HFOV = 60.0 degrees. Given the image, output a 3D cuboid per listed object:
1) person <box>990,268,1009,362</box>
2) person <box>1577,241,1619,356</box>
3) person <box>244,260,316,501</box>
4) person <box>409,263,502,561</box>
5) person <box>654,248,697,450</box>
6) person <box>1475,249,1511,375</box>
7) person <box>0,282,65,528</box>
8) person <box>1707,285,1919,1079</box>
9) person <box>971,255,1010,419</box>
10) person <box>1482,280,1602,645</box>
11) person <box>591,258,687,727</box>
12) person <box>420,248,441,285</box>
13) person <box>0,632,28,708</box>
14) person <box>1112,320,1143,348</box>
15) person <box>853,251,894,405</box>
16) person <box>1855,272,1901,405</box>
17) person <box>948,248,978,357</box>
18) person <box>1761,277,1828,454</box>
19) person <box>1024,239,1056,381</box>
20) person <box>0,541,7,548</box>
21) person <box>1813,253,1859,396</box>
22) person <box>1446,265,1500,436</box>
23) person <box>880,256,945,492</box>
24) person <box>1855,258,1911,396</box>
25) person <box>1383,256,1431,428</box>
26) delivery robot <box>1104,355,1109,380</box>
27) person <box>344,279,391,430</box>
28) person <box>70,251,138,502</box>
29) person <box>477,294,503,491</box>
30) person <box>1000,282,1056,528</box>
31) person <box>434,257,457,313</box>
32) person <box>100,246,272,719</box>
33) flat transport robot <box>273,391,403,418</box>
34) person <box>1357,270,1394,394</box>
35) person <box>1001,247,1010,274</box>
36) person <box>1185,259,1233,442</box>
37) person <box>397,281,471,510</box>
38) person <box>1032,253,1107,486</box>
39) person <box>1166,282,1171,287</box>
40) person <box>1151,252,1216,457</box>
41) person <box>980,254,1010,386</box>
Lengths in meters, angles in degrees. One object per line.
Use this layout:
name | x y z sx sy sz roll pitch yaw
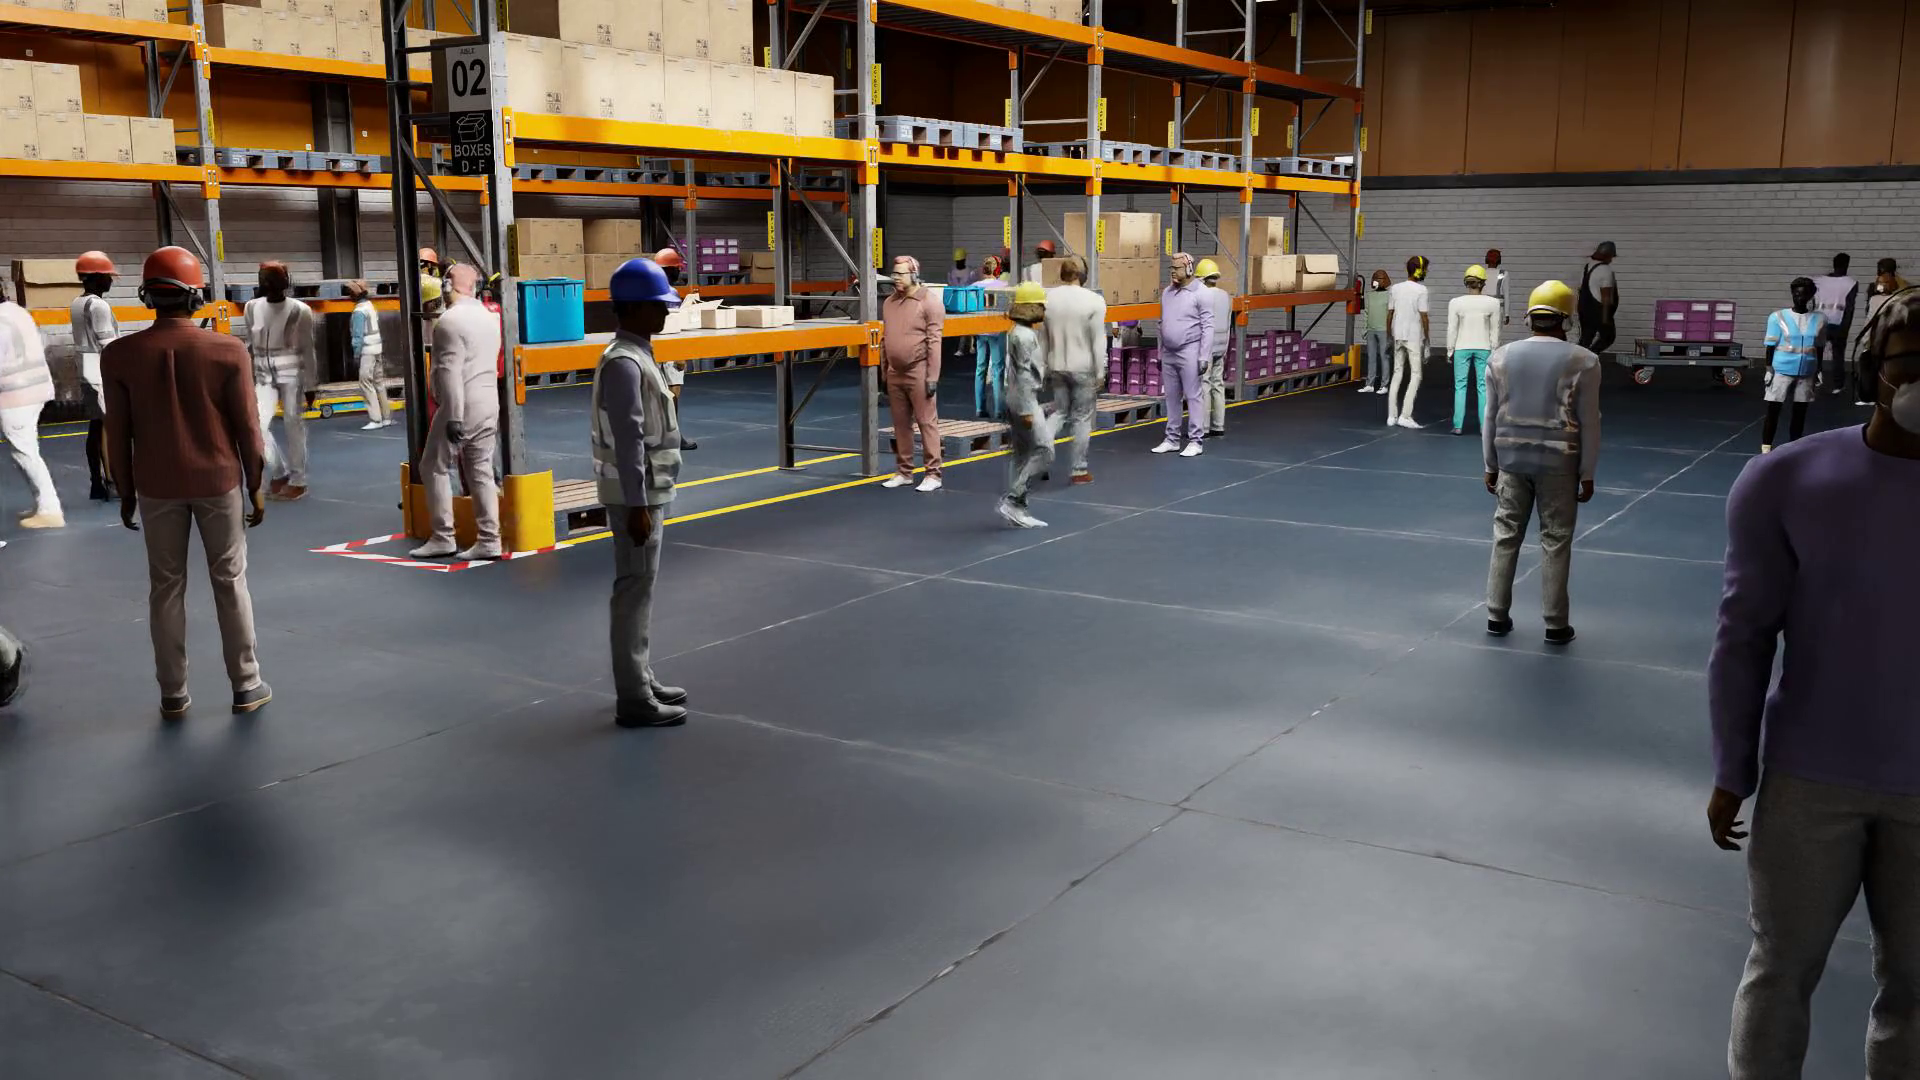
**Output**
person | 0.508 -3.170 24.347 0.534 1.618 0.601 8 13 36
person | 9.275 -3.350 24.191 0.539 2.000 0.773 -2 10 -12
person | -5.258 -1.215 12.838 0.621 1.866 0.454 2 10 9
person | -3.201 -0.796 10.513 0.695 1.872 0.679 2 10 12
person | -2.801 -1.834 16.068 0.350 1.942 0.545 -7 13 -35
person | 7.937 -3.391 24.864 0.576 1.882 0.355 7 12 34
person | -6.593 -0.964 11.628 0.518 1.804 0.645 -2 10 -10
person | 1.790 0.481 3.250 0.631 1.940 0.372 4 11 21
person | 0.347 -2.297 18.892 0.562 1.847 0.390 7 12 32
person | 2.930 -0.389 8.405 0.591 1.823 0.405 8 13 38
person | -1.342 -0.200 6.996 0.394 1.946 0.618 -1 10 -7
person | -6.289 -2.482 19.697 0.543 1.928 0.372 4 11 19
person | -4.283 -0.106 6.860 0.609 1.814 0.601 3 11 15
person | 2.158 -2.806 21.450 0.547 1.942 0.350 -10 14 -43
person | -1.041 -2.635 20.555 0.618 1.931 0.954 -2 10 -13
person | 11.207 -2.428 20.215 0.266 1.631 0.507 -3 11 -18
person | 0.102 -4.175 29.226 0.629 1.890 0.820 6 12 29
person | 7.468 -1.502 14.899 0.536 1.699 0.321 1 10 5
person | 1.213 -3.261 23.733 0.619 2.028 0.516 5 11 25
person | -6.430 -0.841 10.676 0.401 1.905 0.642 -2 10 -9
person | 11.386 -2.811 21.759 0.577 1.857 1.082 10 14 44
person | 5.302 -1.954 17.227 0.526 1.765 0.329 2 10 12
person | -0.416 -1.340 13.474 0.635 1.899 0.397 9 13 40
person | 11.884 -2.702 21.289 0.635 1.812 0.774 -2 10 -12
person | 4.811 -2.138 18.036 0.420 1.855 0.609 -7 13 -36
delivery robot | 1.901 -2.426 22.934 0.477 0.478 0.707 1 10 5
person | -6.359 -1.995 17.884 0.338 1.606 0.666 -1 10 -5
person | -6.645 -1.263 12.909 0.545 1.941 0.351 9 13 40
person | -3.738 -1.171 13.262 0.529 1.622 0.421 5 11 24
person | 0.493 -0.924 11.584 0.354 1.730 0.505 0 10 -2
person | -5.552 -2.128 18.005 0.512 1.841 0.486 2 10 10
person | -3.262 -0.233 7.052 0.608 1.995 0.377 -3 11 -15
flat transport robot | -7.273 -1.583 19.306 0.652 0.197 1.431 7 12 33
person | 5.530 -2.751 22.002 0.284 1.633 0.497 -8 13 -36
person | 0.995 -4.425 30.404 0.752 1.944 0.673 -4 11 -22
person | 2.485 -1.907 16.774 0.600 1.829 0.404 -10 14 -43
person | -3.870 -1.061 12.415 0.607 1.711 0.791 -1 10 -7
person | 0.880 -1.374 13.587 0.630 1.916 0.604 7 12 34
person | 3.367 -3.360 25.230 0.538 1.683 0.433 3 11 17
person | 2.076 -1.735 15.619 0.401 1.907 0.648 -8 13 -37
person | 0.487 -3.017 22.966 0.631 1.827 0.510 7 12 34
